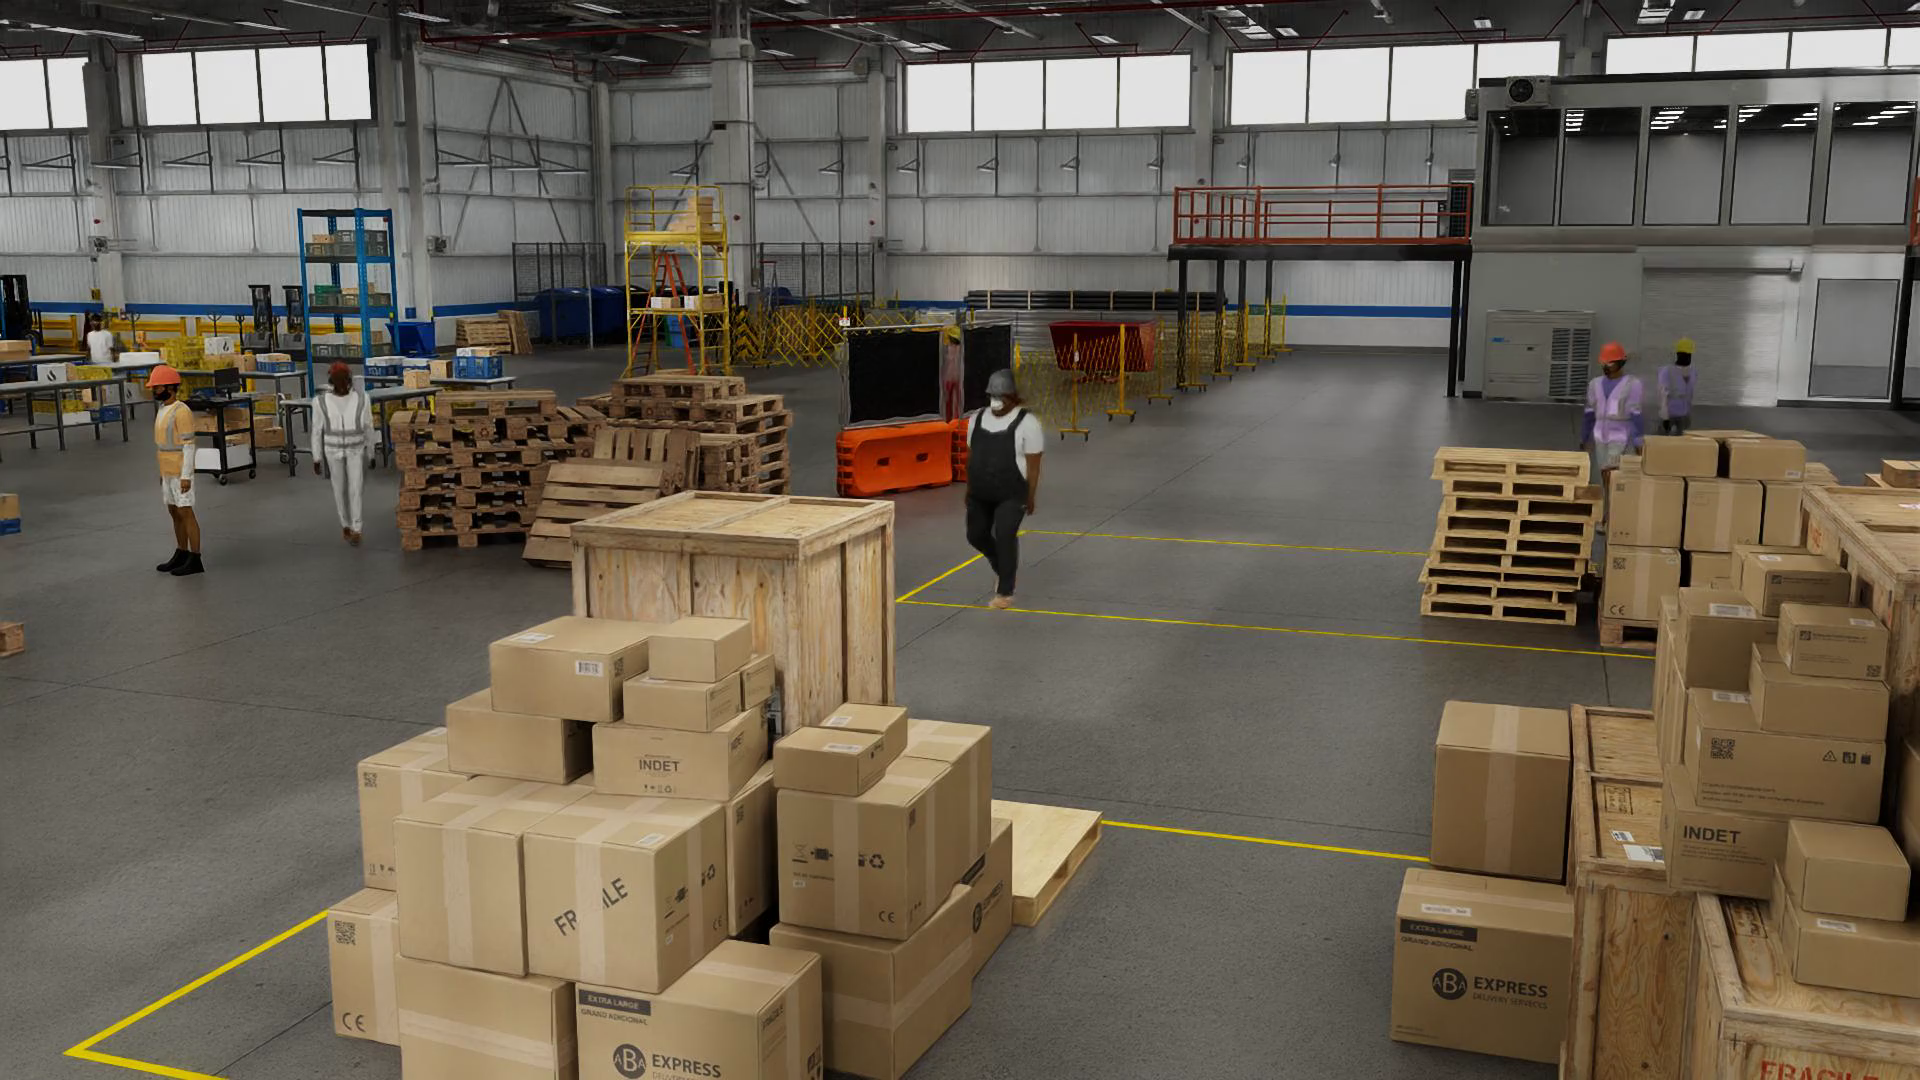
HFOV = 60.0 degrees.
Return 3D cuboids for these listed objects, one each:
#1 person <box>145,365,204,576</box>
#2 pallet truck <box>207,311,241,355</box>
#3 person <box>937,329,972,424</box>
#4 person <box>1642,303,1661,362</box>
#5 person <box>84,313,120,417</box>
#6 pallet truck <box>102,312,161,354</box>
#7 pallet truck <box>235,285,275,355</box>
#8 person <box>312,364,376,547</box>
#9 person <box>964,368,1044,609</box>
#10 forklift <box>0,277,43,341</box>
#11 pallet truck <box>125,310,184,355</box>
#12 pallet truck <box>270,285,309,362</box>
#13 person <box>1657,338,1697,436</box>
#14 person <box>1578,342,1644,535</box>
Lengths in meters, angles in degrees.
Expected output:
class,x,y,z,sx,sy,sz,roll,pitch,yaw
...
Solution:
class,x,y,z,sx,sy,sz,roll,pitch,yaw
person,-7.252,-0.639,15.327,0.552,1.936,0.358,9,14,42
pallet truck,-19.537,-5.575,44.913,0.653,1.274,1.630,3,11,19
person,-0.089,-2.521,26.603,0.566,1.702,0.898,-1,10,-3
person,17.473,-5.377,42.073,0.642,1.909,0.409,-4,11,-23
person,-15.113,-3.045,29.155,0.499,1.831,0.945,3,10,15
pallet truck,-23.057,-5.777,46.261,0.680,1.201,1.601,3,11,19
pallet truck,-18.327,-5.835,44.421,0.823,1.965,1.885,4,11,23
person,-6.253,-0.862,16.881,0.596,1.828,1.009,-3,11,-19
person,0.343,-0.449,13.967,0.701,2.000,0.624,6,12,31
forklift,-27.151,-6.329,46.328,1.157,1.987,2.680,3,11,17
pallet truck,-22.038,-5.665,45.457,0.704,1.261,1.522,3,11,17
pallet truck,-17.147,-5.700,43.663,0.823,1.965,1.885,3,11,17
person,9.038,-1.608,20.986,0.608,1.870,1.009,-3,11,-19
person,6.764,-1.057,17.435,0.749,2.017,0.644,-7,12,-33
